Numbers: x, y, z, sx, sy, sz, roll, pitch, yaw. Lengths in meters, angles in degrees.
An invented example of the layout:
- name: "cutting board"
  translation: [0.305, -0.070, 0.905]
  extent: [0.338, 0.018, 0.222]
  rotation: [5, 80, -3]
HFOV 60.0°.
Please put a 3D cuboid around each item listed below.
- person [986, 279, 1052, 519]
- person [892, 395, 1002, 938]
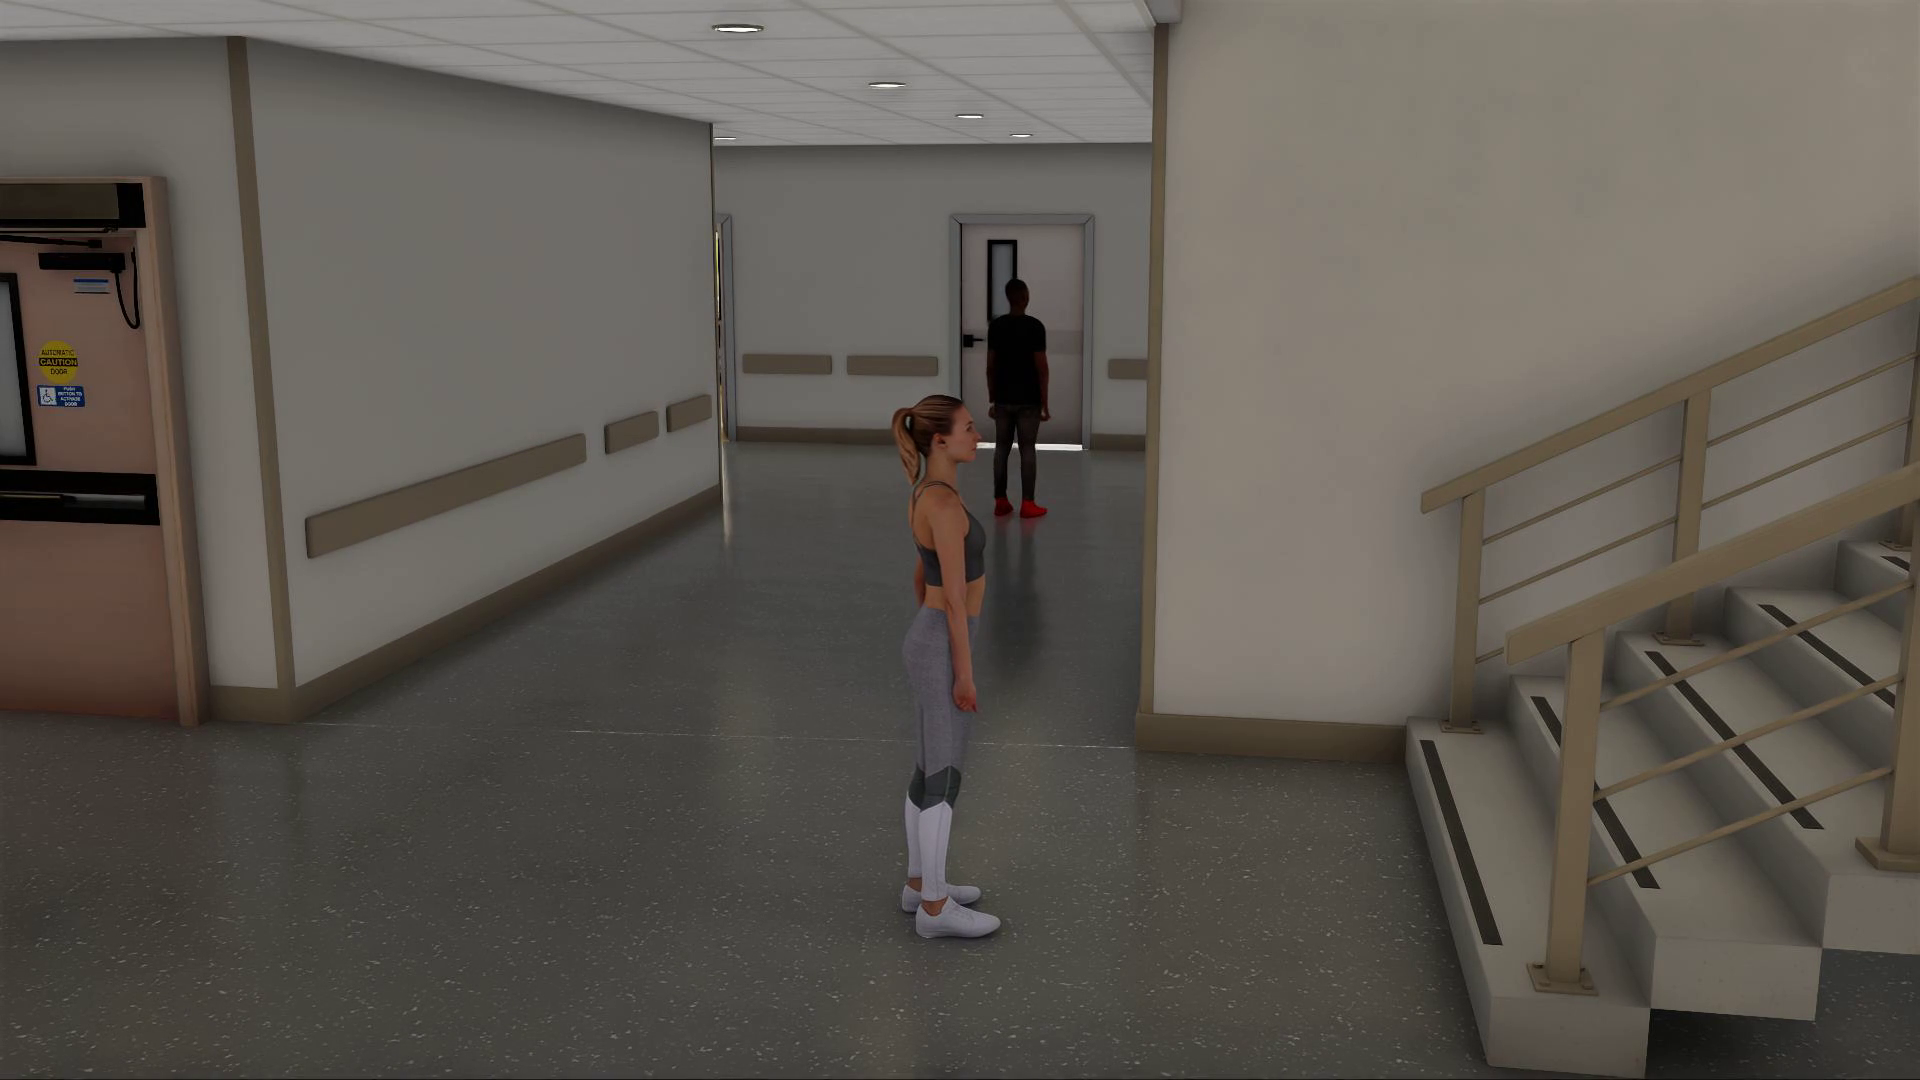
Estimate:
- name: "person"
  translation: [0.429, -1.084, 12.723]
  extent: [0.563, 1.804, 0.764]
  rotation: [5, 12, 25]
- name: "person"
  translation: [-0.062, 0.386, 5.246]
  extent: [0.643, 1.703, 0.647]
  rotation: [-2, 11, -12]
